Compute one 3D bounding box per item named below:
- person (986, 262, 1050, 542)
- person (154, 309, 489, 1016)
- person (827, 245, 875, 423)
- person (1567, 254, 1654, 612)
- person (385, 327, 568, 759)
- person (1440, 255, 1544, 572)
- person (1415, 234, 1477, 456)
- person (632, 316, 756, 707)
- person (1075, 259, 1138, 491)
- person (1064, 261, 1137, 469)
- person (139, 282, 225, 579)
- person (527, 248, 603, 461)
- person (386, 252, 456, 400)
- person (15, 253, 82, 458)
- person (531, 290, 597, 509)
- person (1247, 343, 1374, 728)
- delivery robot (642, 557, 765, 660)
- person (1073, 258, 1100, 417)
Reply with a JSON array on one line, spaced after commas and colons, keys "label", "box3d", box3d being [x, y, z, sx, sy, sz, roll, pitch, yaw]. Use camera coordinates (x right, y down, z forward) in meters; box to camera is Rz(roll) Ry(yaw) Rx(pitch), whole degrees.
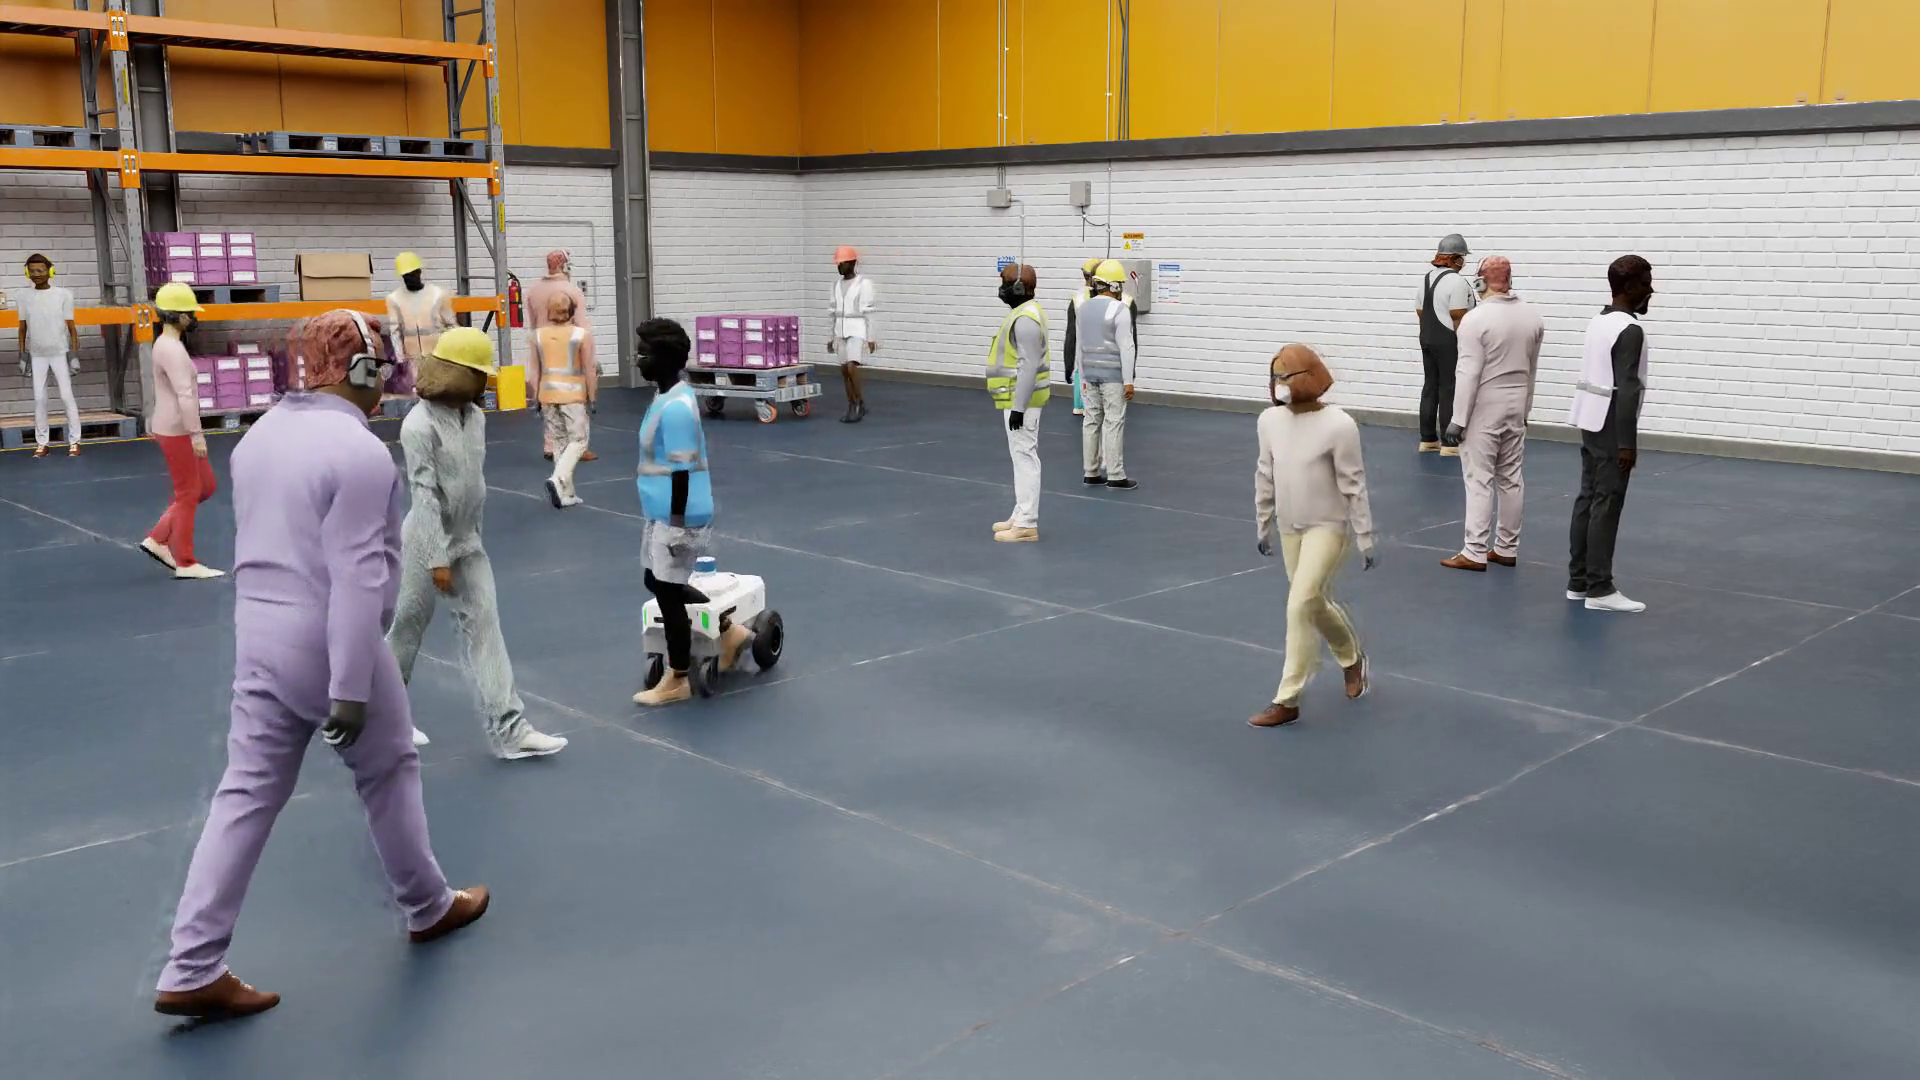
[{"label": "person", "box3d": [0.385, -0.911, 11.052, 0.429, 1.845, 0.621, 0, 10, 2]}, {"label": "person", "box3d": [-1.740, 0.314, 4.438, 0.645, 1.838, 1.017, 6, 12, 31]}, {"label": "person", "box3d": [-1.204, -2.199, 17.875, 0.572, 1.912, 0.474, 7, 13, 35]}, {"label": "person", "box3d": [3.529, -0.582, 9.052, 0.395, 1.919, 0.590, 0, 10, 2]}, {"label": "person", "box3d": [-1.977, 0.017, 6.444, 0.898, 1.675, 0.495, 4, 11, 22]}, {"label": "person", "box3d": [3.197, -0.760, 10.075, 0.637, 1.902, 0.406, -6, 12, -30]}, {"label": "person", "box3d": [4.540, -1.805, 15.388, 0.537, 2.000, 0.679, -3, 11, -17]}, {"label": "person", "box3d": [-1.163, -0.114, 7.123, 0.463, 1.684, 0.541, -2, 11, -12]}, {"label": "person", "box3d": [1.181, -1.308, 13.244, 0.403, 1.833, 0.591, -8, 13, -39]}, {"label": "person", "box3d": [1.250, -1.564, 14.761, 0.637, 1.812, 0.889, 2, 11, 10]}, {"label": "person", "box3d": [-4.566, -0.626, 9.749, 0.385, 1.752, 0.530, -5, 11, -25]}, {"label": "person", "box3d": [-3.541, -1.641, 14.871, 0.675, 1.907, 0.410, 7, 13, 35]}, {"label": "person", "box3d": [-5.075, -1.789, 15.790, 0.600, 1.878, 0.880, 0, 10, -1]}, {"label": "person", "box3d": [-8.327, -1.677, 15.200, 0.505, 1.860, 0.320, -2, 11, -12]}, {"label": "person", "box3d": [-2.937, -1.011, 12.206, 0.524, 1.624, 0.617, 3, 11, 16]}, {"label": "person", "box3d": [1.520, -0.043, 7.011, 0.782, 1.589, 0.547, -8, 13, -36]}, {"label": "delivery robot", "box3d": [-1.162, 0.321, 7.590, 0.477, 0.478, 0.707, 3, 11, 15]}, {"label": "person", "box3d": [1.465, -2.252, 18.574, 0.326, 1.767, 0.533, -4, 11, -19]}]
